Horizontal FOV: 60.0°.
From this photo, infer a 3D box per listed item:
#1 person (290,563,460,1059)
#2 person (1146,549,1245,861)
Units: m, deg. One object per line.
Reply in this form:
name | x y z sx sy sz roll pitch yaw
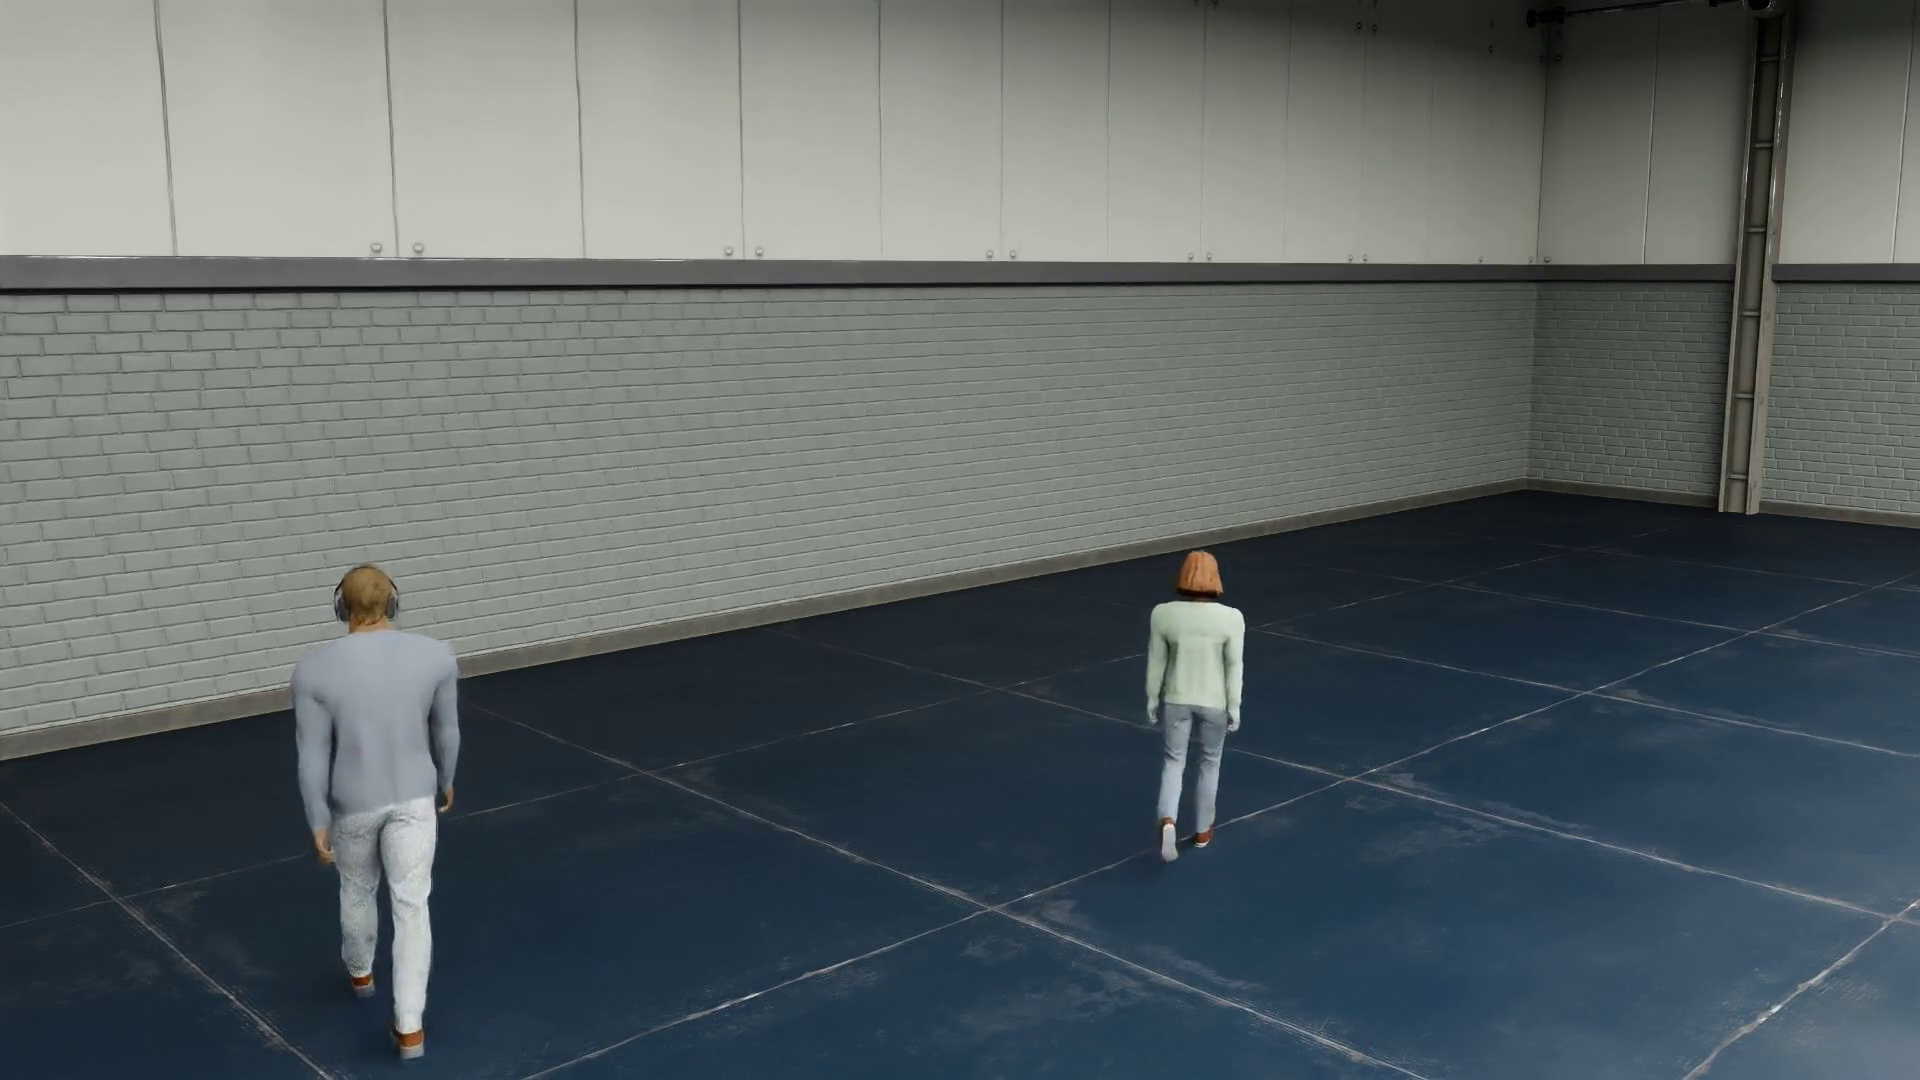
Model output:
person | -2.322 1.024 6.669 0.632 1.885 1.015 -4 10 -23
person | 1.199 0.858 8.585 0.508 1.614 0.677 3 10 16
